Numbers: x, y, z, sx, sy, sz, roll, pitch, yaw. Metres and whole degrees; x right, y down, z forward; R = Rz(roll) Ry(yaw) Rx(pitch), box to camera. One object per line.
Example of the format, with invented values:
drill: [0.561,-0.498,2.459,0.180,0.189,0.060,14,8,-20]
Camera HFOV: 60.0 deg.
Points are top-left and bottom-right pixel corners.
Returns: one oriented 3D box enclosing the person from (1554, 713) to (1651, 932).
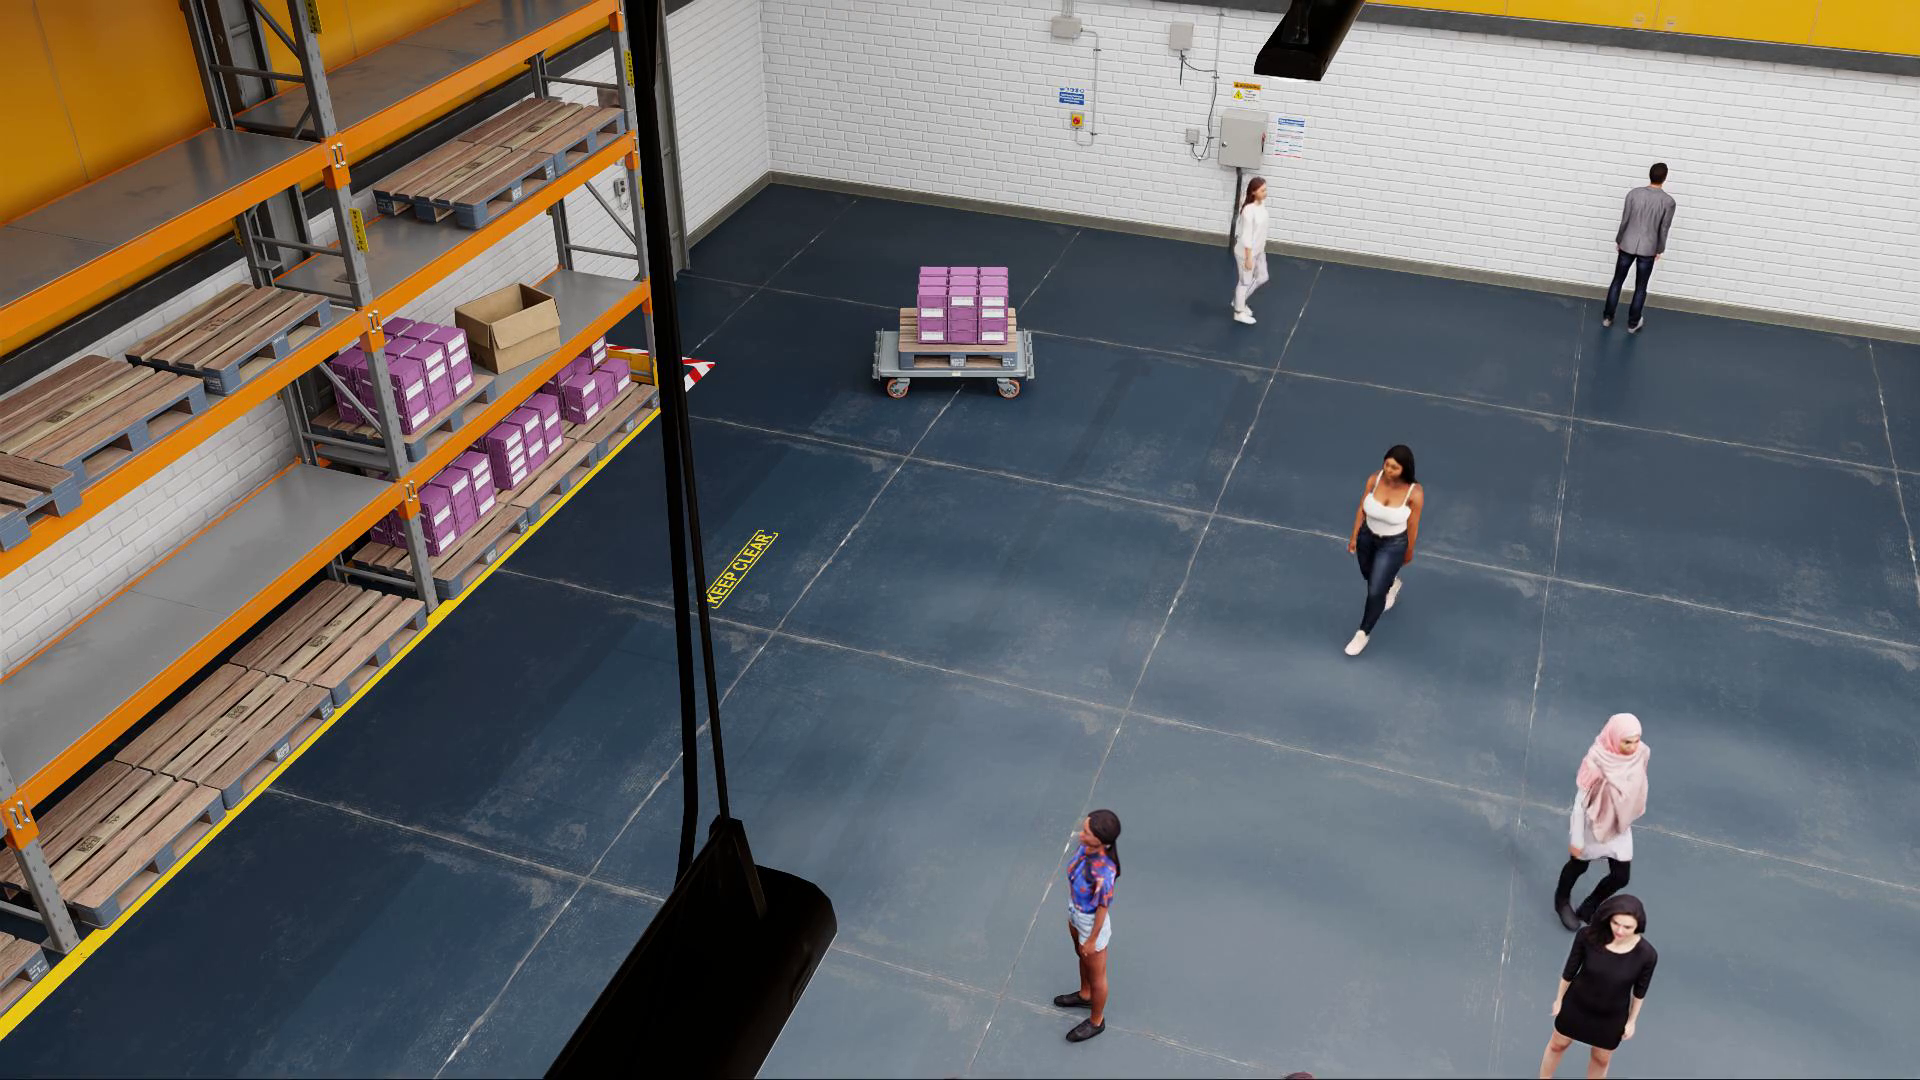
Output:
person: [4.014,1.762,10.596,0.802,1.789,0.850,-9,35,-14]

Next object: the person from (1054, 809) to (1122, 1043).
person: [0.779,2.263,9.886,0.729,1.742,0.629,-7,34,-11]

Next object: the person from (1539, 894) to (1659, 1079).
person: [3.545,2.629,9.276,0.613,1.806,0.536,16,37,23]

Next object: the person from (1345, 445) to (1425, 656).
person: [3.408,0.000,13.262,0.957,1.774,1.266,27,42,35]

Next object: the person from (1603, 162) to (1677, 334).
person: [7.320,-3.160,17.930,0.714,1.870,0.651,18,37,24]

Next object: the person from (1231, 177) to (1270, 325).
person: [3.099,-3.167,18.112,0.724,1.679,0.598,18,38,25]
